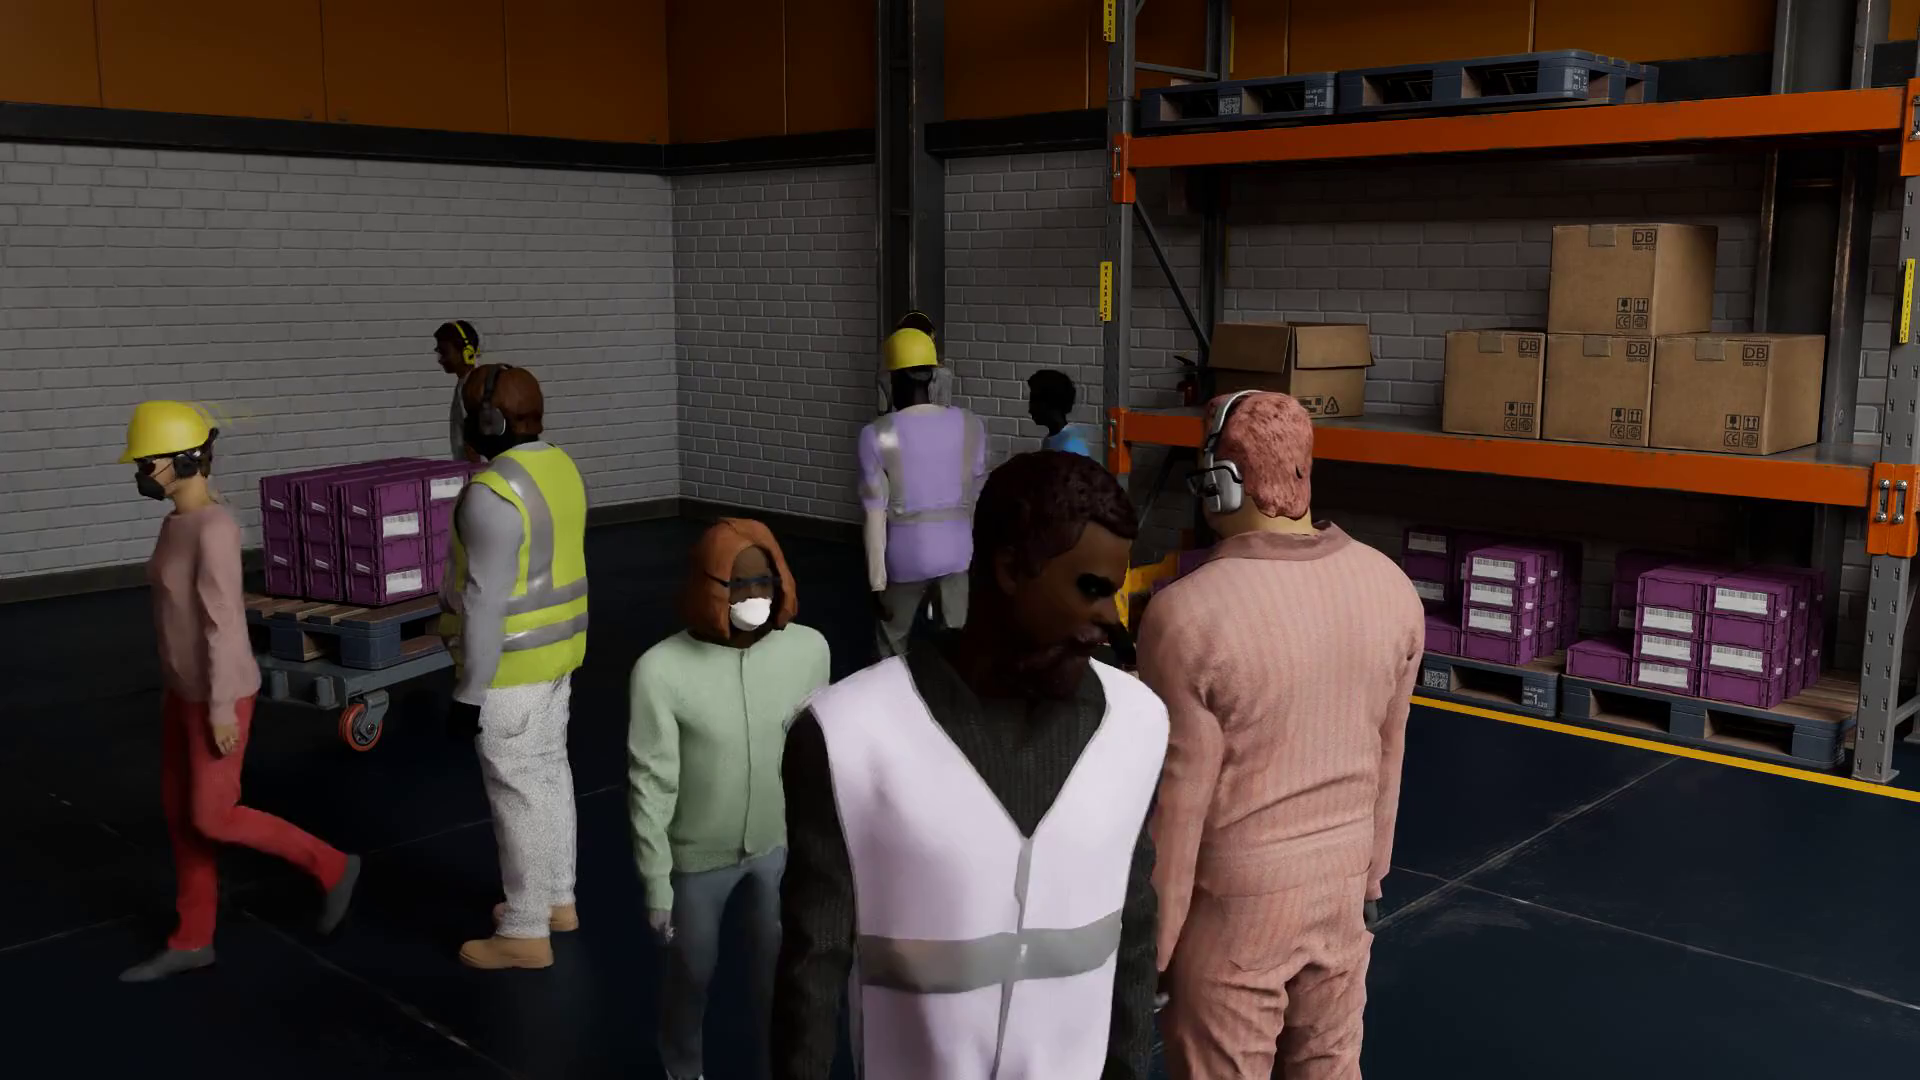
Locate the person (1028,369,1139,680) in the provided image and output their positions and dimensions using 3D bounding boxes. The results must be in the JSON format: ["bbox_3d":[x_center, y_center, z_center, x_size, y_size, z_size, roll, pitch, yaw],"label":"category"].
[{"bbox_3d":[0.561,0.002,7.993,0.829,1.646,0.538,0,9,-2],"label":"person"}]

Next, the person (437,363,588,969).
[{"bbox_3d":[-1.359,0.383,5.081,0.429,1.842,0.635,1,9,8],"label":"person"}]

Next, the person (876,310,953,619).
[{"bbox_3d":[-0.261,-0.452,10.091,0.515,1.877,0.328,2,10,13],"label":"person"}]

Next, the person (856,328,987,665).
[{"bbox_3d":[-0.180,0.065,6.920,0.598,1.877,0.954,-4,10,-21],"label":"person"}]

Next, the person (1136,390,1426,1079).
[{"bbox_3d":[0.544,0.671,3.127,0.639,1.904,0.407,-6,11,-33],"label":"person"}]

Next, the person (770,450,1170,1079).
[{"bbox_3d":[0.004,0.800,2.389,0.614,1.881,0.552,-4,10,-23],"label":"person"}]

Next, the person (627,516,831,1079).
[{"bbox_3d":[-0.524,0.716,3.826,0.527,1.588,0.853,-5,10,-27],"label":"person"}]

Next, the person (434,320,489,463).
[{"bbox_3d":[-2.753,-0.286,9.180,0.769,1.833,0.600,0,9,2],"label":"person"}]

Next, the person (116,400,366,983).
[{"bbox_3d":[-2.197,0.446,5.000,0.653,1.740,0.548,-7,12,-37],"label":"person"}]
